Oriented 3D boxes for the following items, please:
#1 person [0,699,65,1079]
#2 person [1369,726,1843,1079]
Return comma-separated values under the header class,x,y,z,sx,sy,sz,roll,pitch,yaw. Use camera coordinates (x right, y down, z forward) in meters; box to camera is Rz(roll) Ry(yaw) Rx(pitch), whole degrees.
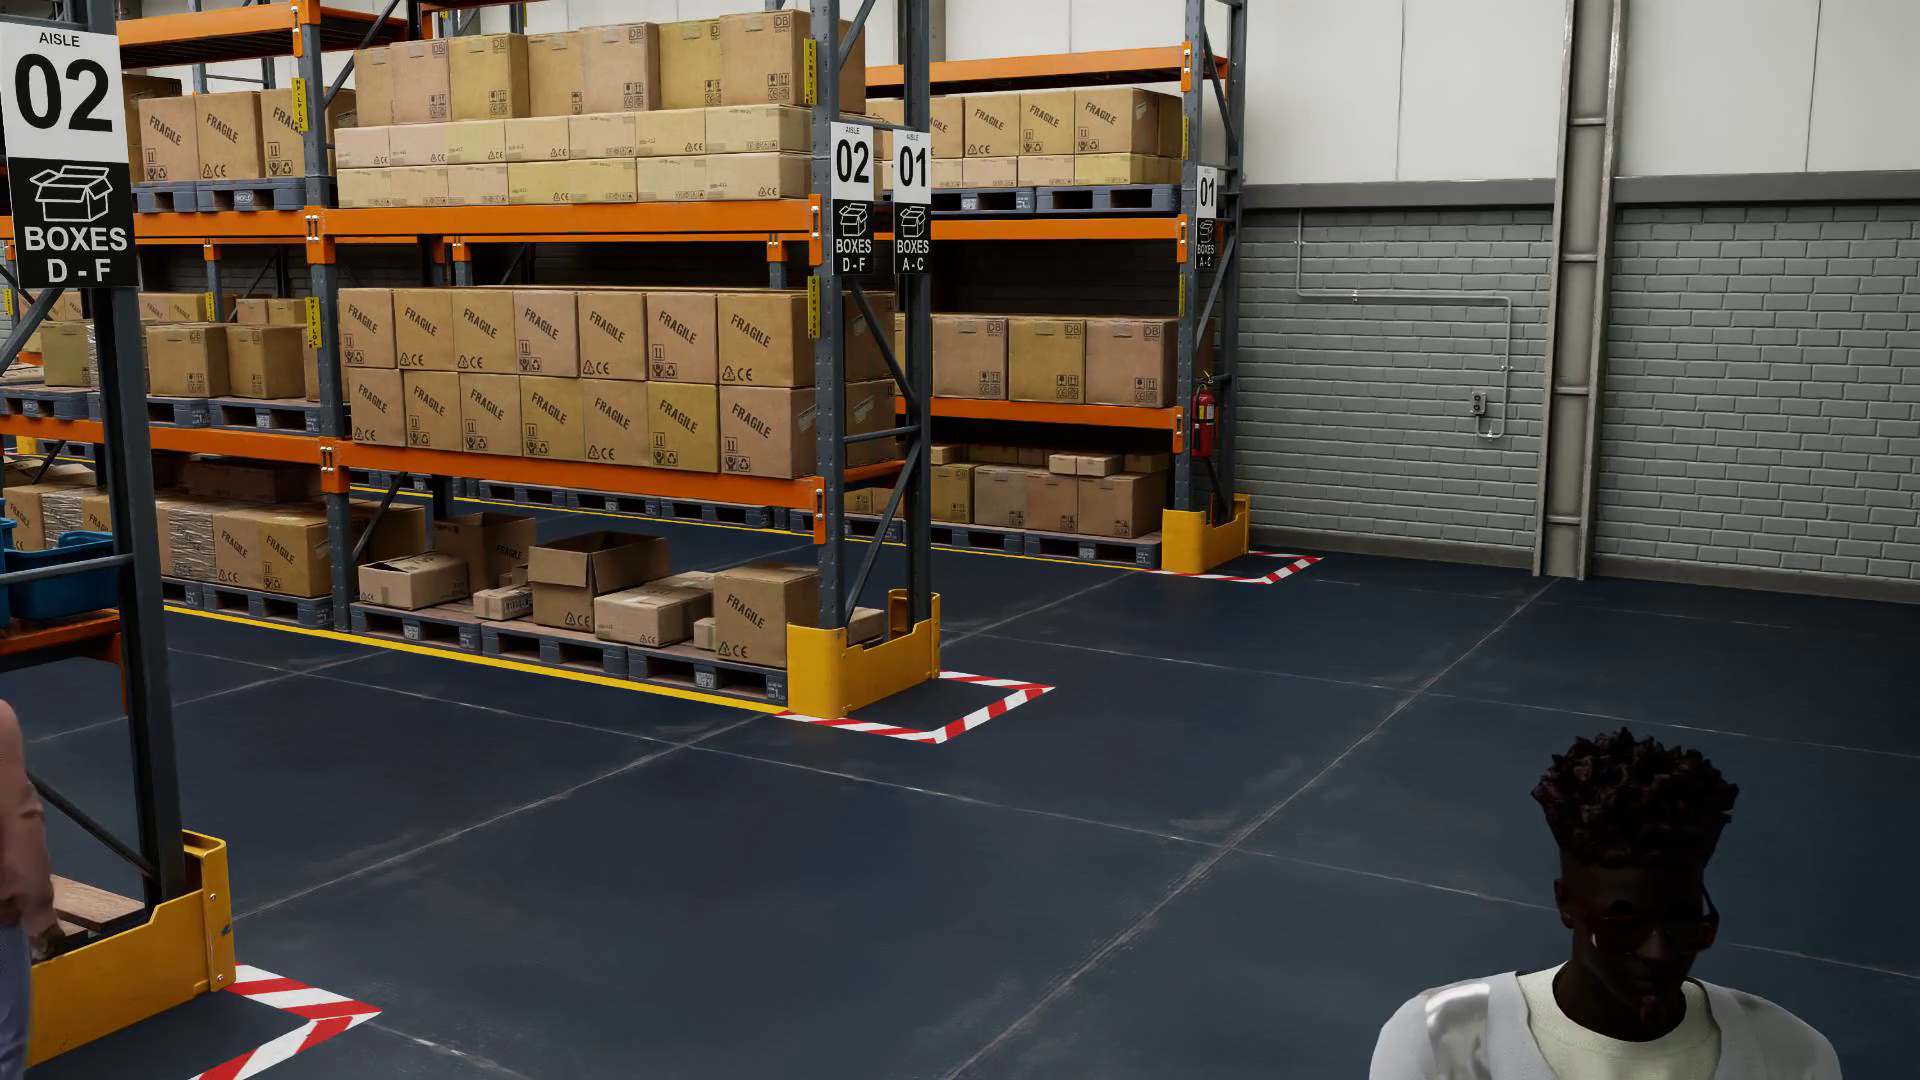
class,x,y,z,sx,sy,sz,roll,pitch,yaw
person,-2.565,0.974,4.208,0.624,1.719,0.337,2,10,14
person,0.808,1.196,2.153,0.606,1.966,0.367,0,10,-1
